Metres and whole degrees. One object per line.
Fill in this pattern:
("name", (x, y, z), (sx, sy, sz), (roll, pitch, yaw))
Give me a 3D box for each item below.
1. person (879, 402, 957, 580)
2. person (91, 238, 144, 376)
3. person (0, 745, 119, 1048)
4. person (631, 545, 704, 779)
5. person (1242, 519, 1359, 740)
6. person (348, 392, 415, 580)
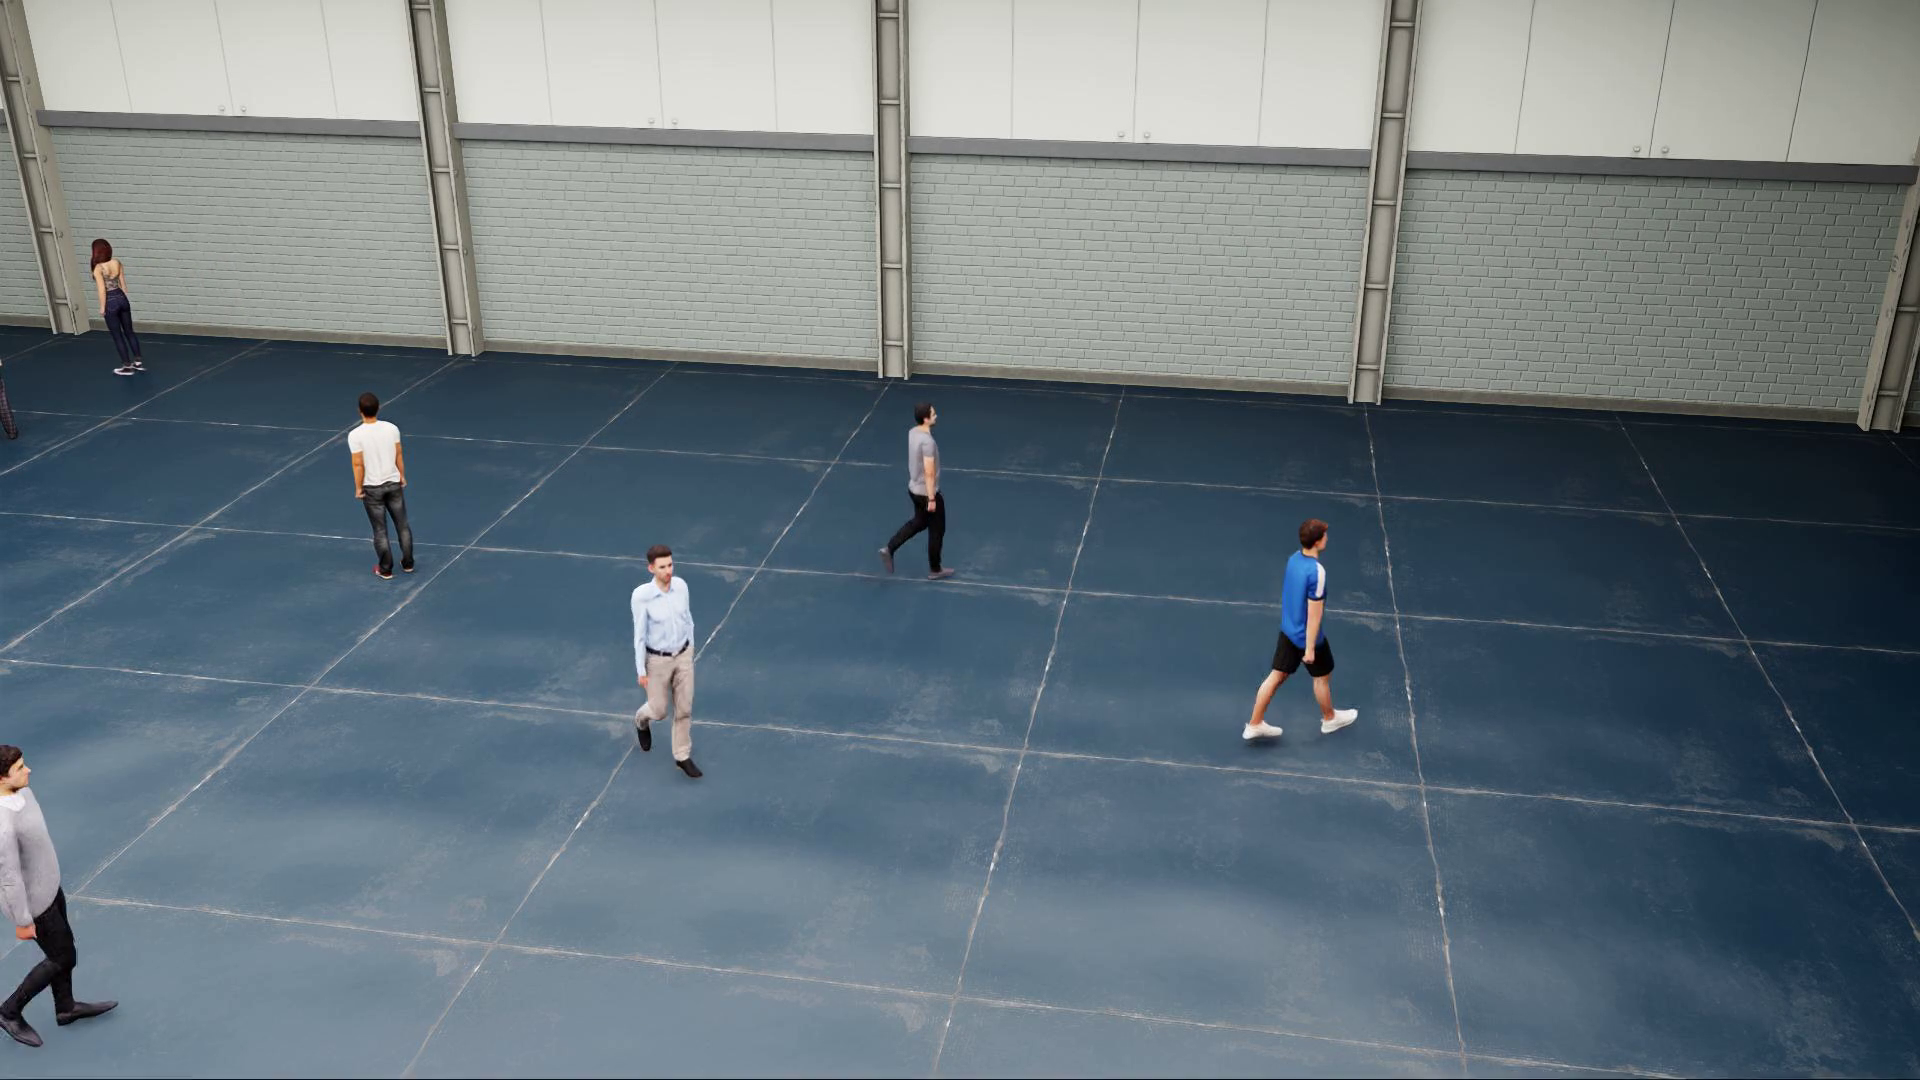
("person", (-0.405, -0.437, 15.520), (1.057, 1.735, 0.918), (-9, 25, -20))
("person", (-10.965, -3.042, 21.602), (0.598, 1.769, 0.645), (8, 24, 18))
("person", (-5.384, 2.035, 9.483), (1.036, 1.908, 0.964), (-9, 25, -20))
("person", (-2.203, 0.868, 12.336), (0.988, 1.824, 1.087), (-19, 29, -37))
("person", (2.519, 0.727, 12.670), (1.308, 1.822, 1.095), (-9, 24, -19))
("person", (-5.435, -0.520, 15.627), (0.719, 1.804, 0.760), (-18, 29, -35))
